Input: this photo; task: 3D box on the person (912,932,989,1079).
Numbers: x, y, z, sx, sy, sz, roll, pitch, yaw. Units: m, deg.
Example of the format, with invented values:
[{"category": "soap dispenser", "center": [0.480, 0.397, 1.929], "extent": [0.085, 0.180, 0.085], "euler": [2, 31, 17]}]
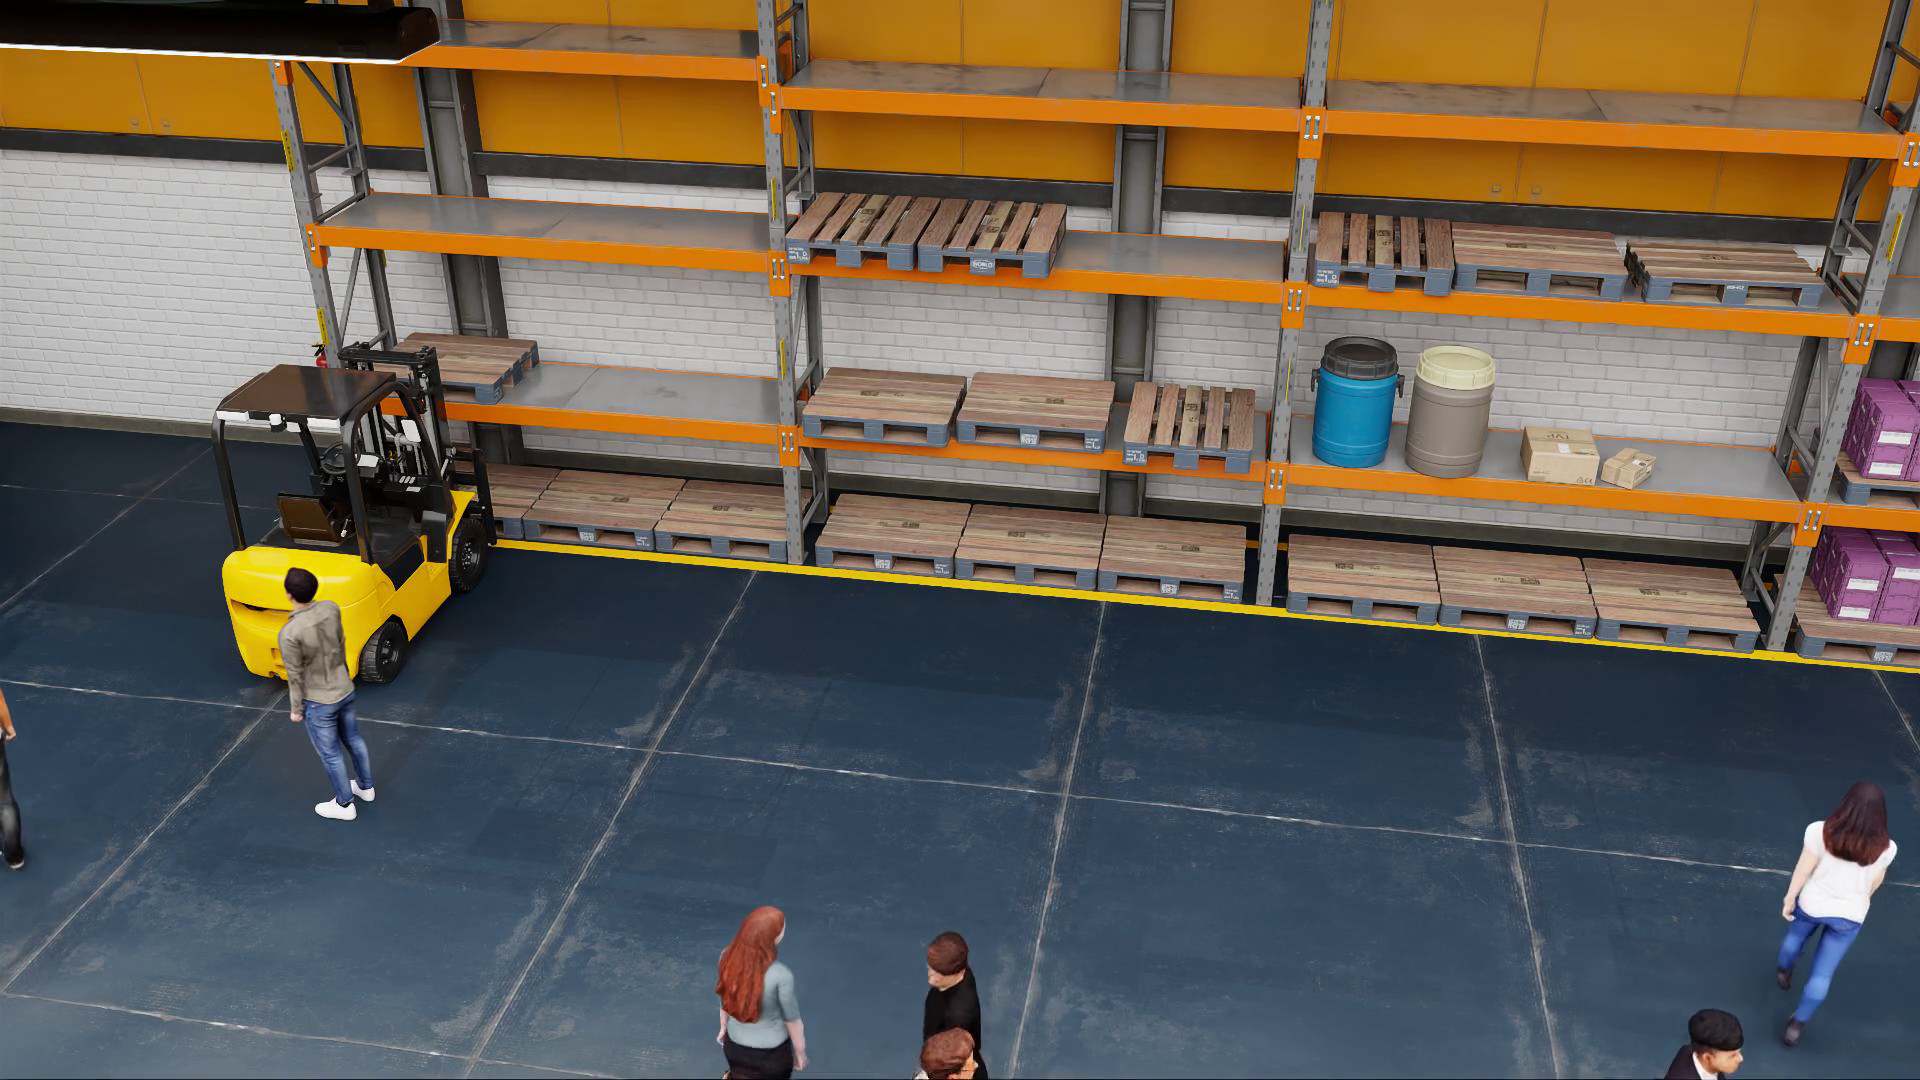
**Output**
[{"category": "person", "center": [0.053, 2.603, 8.088], "extent": [1.102, 1.824, 0.943], "euler": [-7, 29, -12]}]

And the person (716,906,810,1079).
[{"category": "person", "center": [-0.979, 2.558, 8.271], "extent": [0.657, 1.727, 0.807], "euler": [8, 30, 15]}]

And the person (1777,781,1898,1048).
[{"category": "person", "center": [4.775, 2.118, 9.151], "extent": [0.959, 1.658, 0.877], "euler": [17, 33, 28]}]

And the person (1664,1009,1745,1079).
[{"category": "person", "center": [3.152, 2.851, 7.602], "extent": [1.267, 1.855, 1.092], "euler": [23, 36, 36]}]

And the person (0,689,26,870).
[{"category": "person", "center": [-6.207, 1.334, 10.451], "extent": [0.792, 1.789, 0.846], "euler": [-20, 35, -32]}]

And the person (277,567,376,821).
[{"category": "person", "center": [-4.176, 1.013, 10.961], "extent": [0.666, 1.864, 0.751], "euler": [11, 31, 19]}]
